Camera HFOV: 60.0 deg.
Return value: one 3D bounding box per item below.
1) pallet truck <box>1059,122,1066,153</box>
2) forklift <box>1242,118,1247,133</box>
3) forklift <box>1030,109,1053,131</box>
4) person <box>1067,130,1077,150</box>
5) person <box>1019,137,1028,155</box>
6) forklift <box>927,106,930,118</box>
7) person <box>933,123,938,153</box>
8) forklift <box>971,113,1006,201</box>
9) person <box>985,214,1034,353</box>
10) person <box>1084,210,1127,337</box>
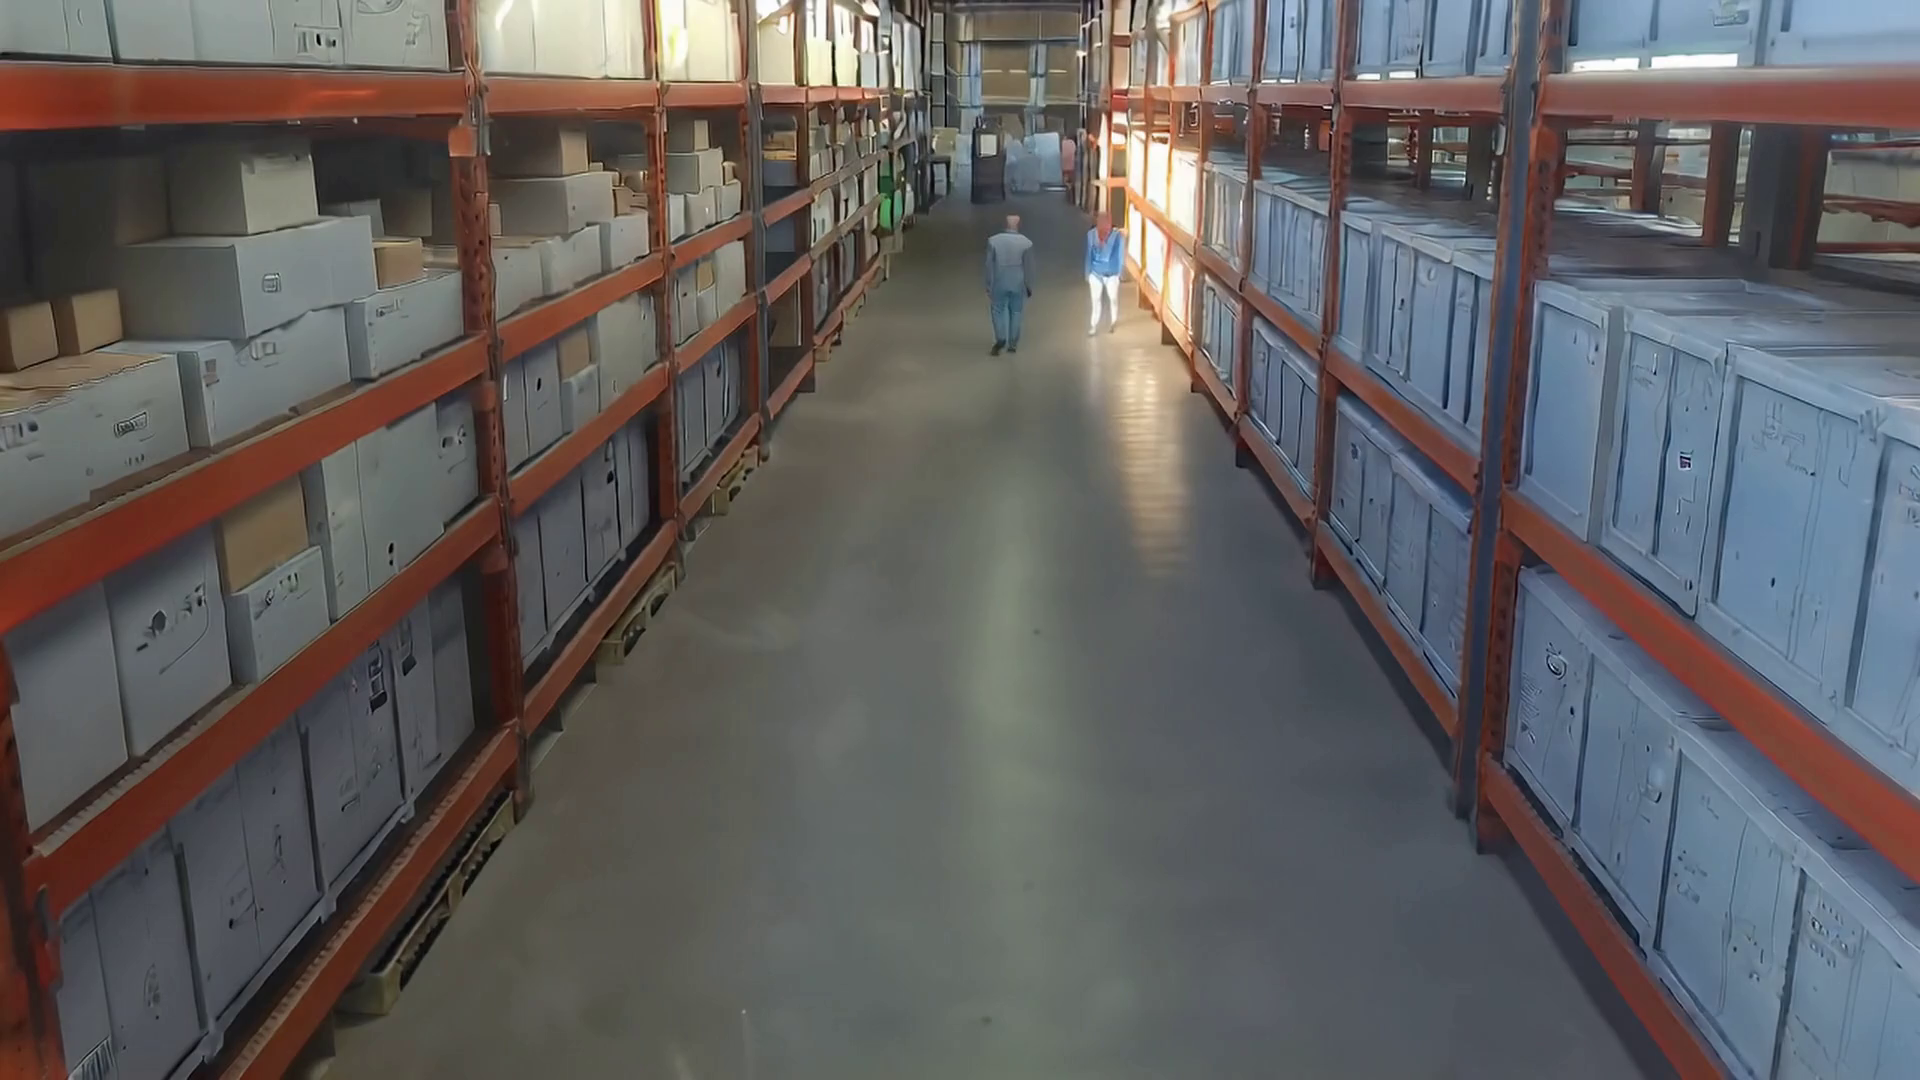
[{"bbox_3d":[5.788,-21.111,88.014,1.885,1.965,0.823,5,16,18],"label":"pallet truck"},{"bbox_3d":[7.416,-9.610,43.548,1.873,2.768,1.129,0,15,2],"label":"forklift"},{"bbox_3d":[3.441,-16.924,70.760,1.129,2.768,1.873,6,16,21],"label":"forklift"},{"bbox_3d":[5.631,-19.746,83.536,0.414,1.680,0.557,-12,19,-38],"label":"person"},{"bbox_3d":[2.384,-14.477,63.628,0.429,1.840,0.637,-6,16,-20],"label":"person"},{"bbox_3d":[-1.956,-21.097,86.286,1.129,2.768,1.873,0,15,2],"label":"forklift"},{"bbox_3d":[-1.344,-21.949,91.347,0.960,1.879,0.600,3,15,10],"label":"person"},{"bbox_3d":[0.948,-12.644,54.837,1.129,2.768,1.873,0,15,2],"label":"forklift"},{"bbox_3d":[0.678,-3.476,22.629,0.670,1.878,0.529,0,15,-1],"label":"person"},{"bbox_3d":[2.099,-3.877,24.213,0.618,1.836,0.430,5,16,17],"label":"person"}]
